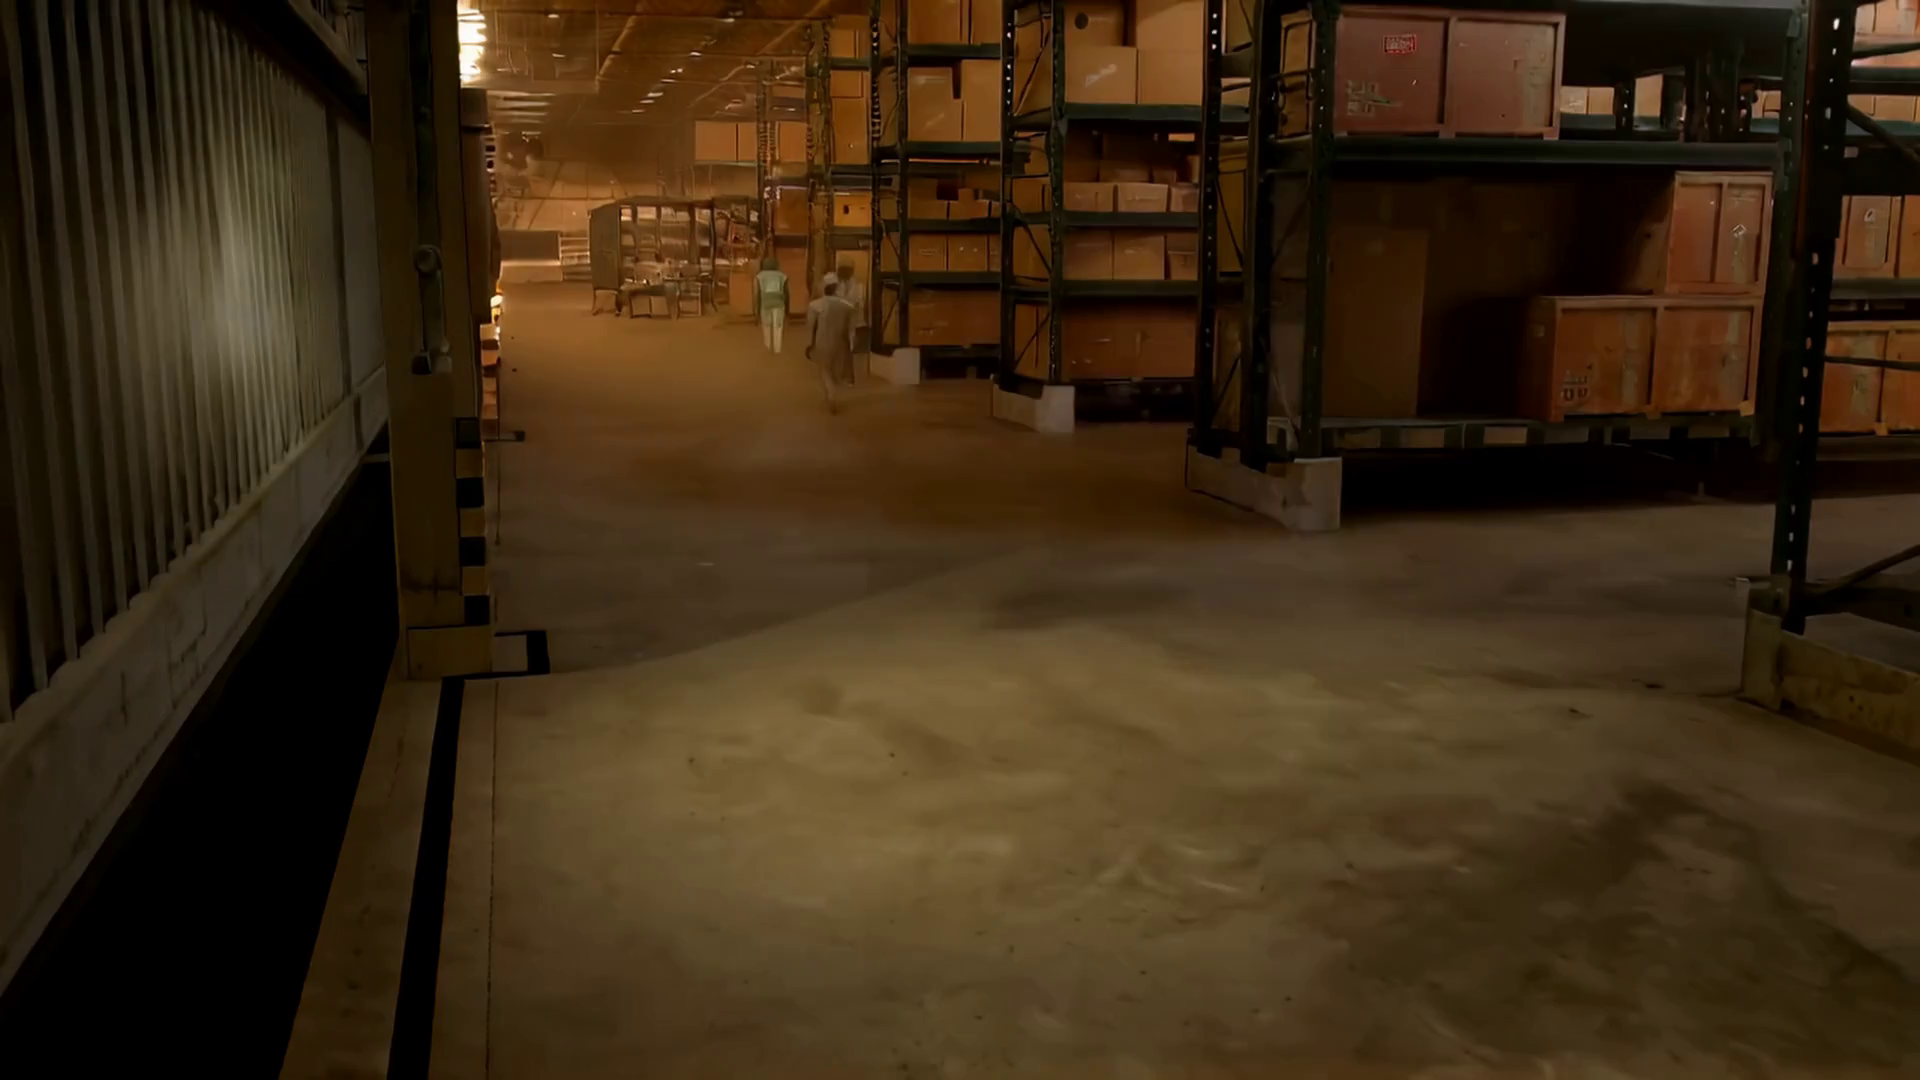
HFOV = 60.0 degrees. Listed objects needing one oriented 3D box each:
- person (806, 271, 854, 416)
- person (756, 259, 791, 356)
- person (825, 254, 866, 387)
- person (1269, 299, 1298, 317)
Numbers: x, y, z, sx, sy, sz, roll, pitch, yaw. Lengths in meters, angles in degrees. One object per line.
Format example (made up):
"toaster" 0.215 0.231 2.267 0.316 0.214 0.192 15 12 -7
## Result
"person" -1.540 -2.347 19.926 0.566 1.730 0.756 -4 11 -23
"person" -3.462 -4.304 30.854 0.645 1.794 0.969 -1 10 -7
"person" -1.638 -3.162 24.036 0.586 1.904 0.500 -5 11 -27
"person" 3.167 -1.845 16.705 0.954 1.866 0.643 3 10 17
